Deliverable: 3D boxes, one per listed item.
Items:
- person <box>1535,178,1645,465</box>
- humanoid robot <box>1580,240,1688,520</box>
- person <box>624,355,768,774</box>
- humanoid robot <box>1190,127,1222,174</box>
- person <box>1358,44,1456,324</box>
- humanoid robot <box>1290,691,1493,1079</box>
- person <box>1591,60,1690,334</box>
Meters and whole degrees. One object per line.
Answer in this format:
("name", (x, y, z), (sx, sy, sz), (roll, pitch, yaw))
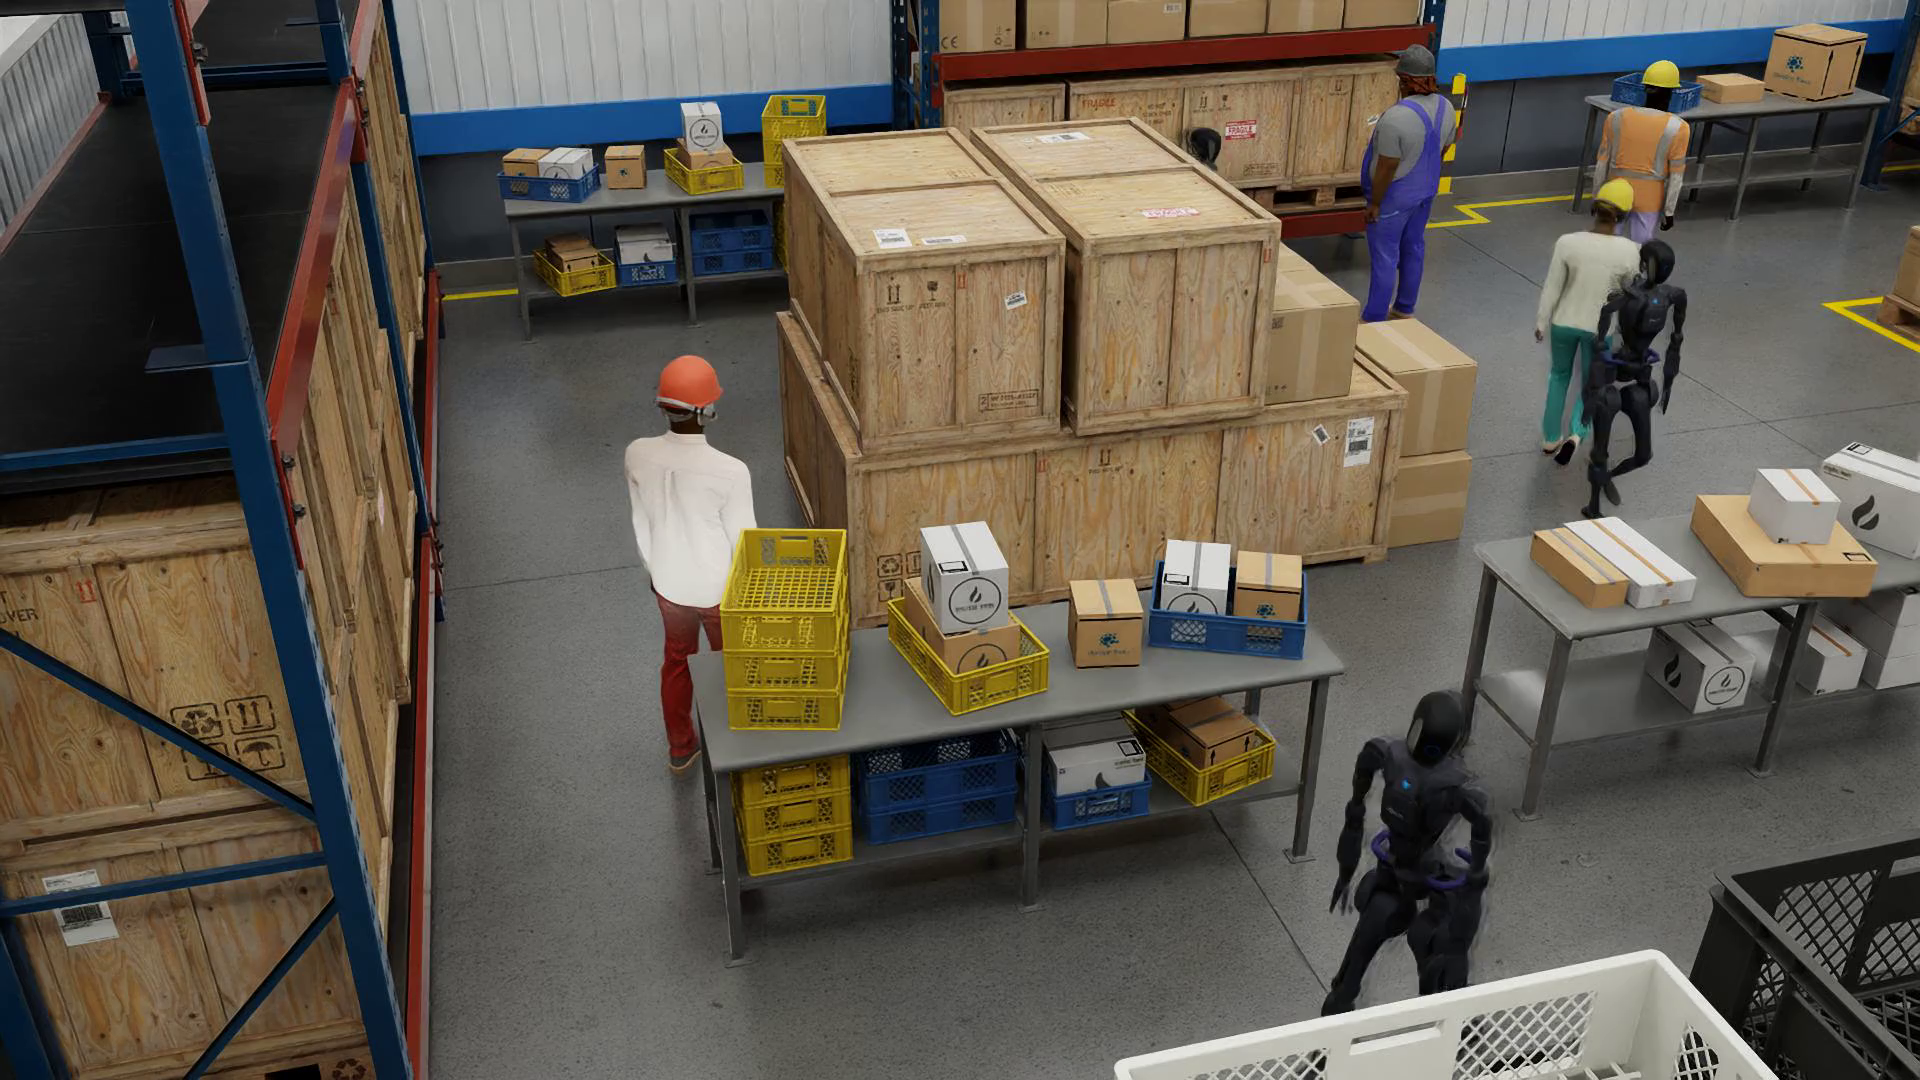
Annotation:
("person", (3.695, -1.255, 9.859), (0.549, 1.743, 0.579), (16, 33, 27))
("humanoid robot", (3.692, -0.853, 9.198), (0.613, 1.646, 0.479), (-5, 29, -9))
("person", (-1.089, 0.160, 7.047), (0.614, 1.986, 0.393), (14, 32, 23))
("humanoid robot", (1.465, -2.030, 11.354), (0.576, 1.626, 0.611), (14, 32, 24))
("person", (3.086, -2.472, 11.770), (0.688, 2.000, 0.540), (-20, 35, -32))
("humanoid robot", (1.530, 1.184, 5.573), (0.713, 1.639, 0.602), (-23, 36, -35))
("person", (4.780, -2.415, 11.785), (0.591, 1.922, 0.375), (19, 34, 31))
